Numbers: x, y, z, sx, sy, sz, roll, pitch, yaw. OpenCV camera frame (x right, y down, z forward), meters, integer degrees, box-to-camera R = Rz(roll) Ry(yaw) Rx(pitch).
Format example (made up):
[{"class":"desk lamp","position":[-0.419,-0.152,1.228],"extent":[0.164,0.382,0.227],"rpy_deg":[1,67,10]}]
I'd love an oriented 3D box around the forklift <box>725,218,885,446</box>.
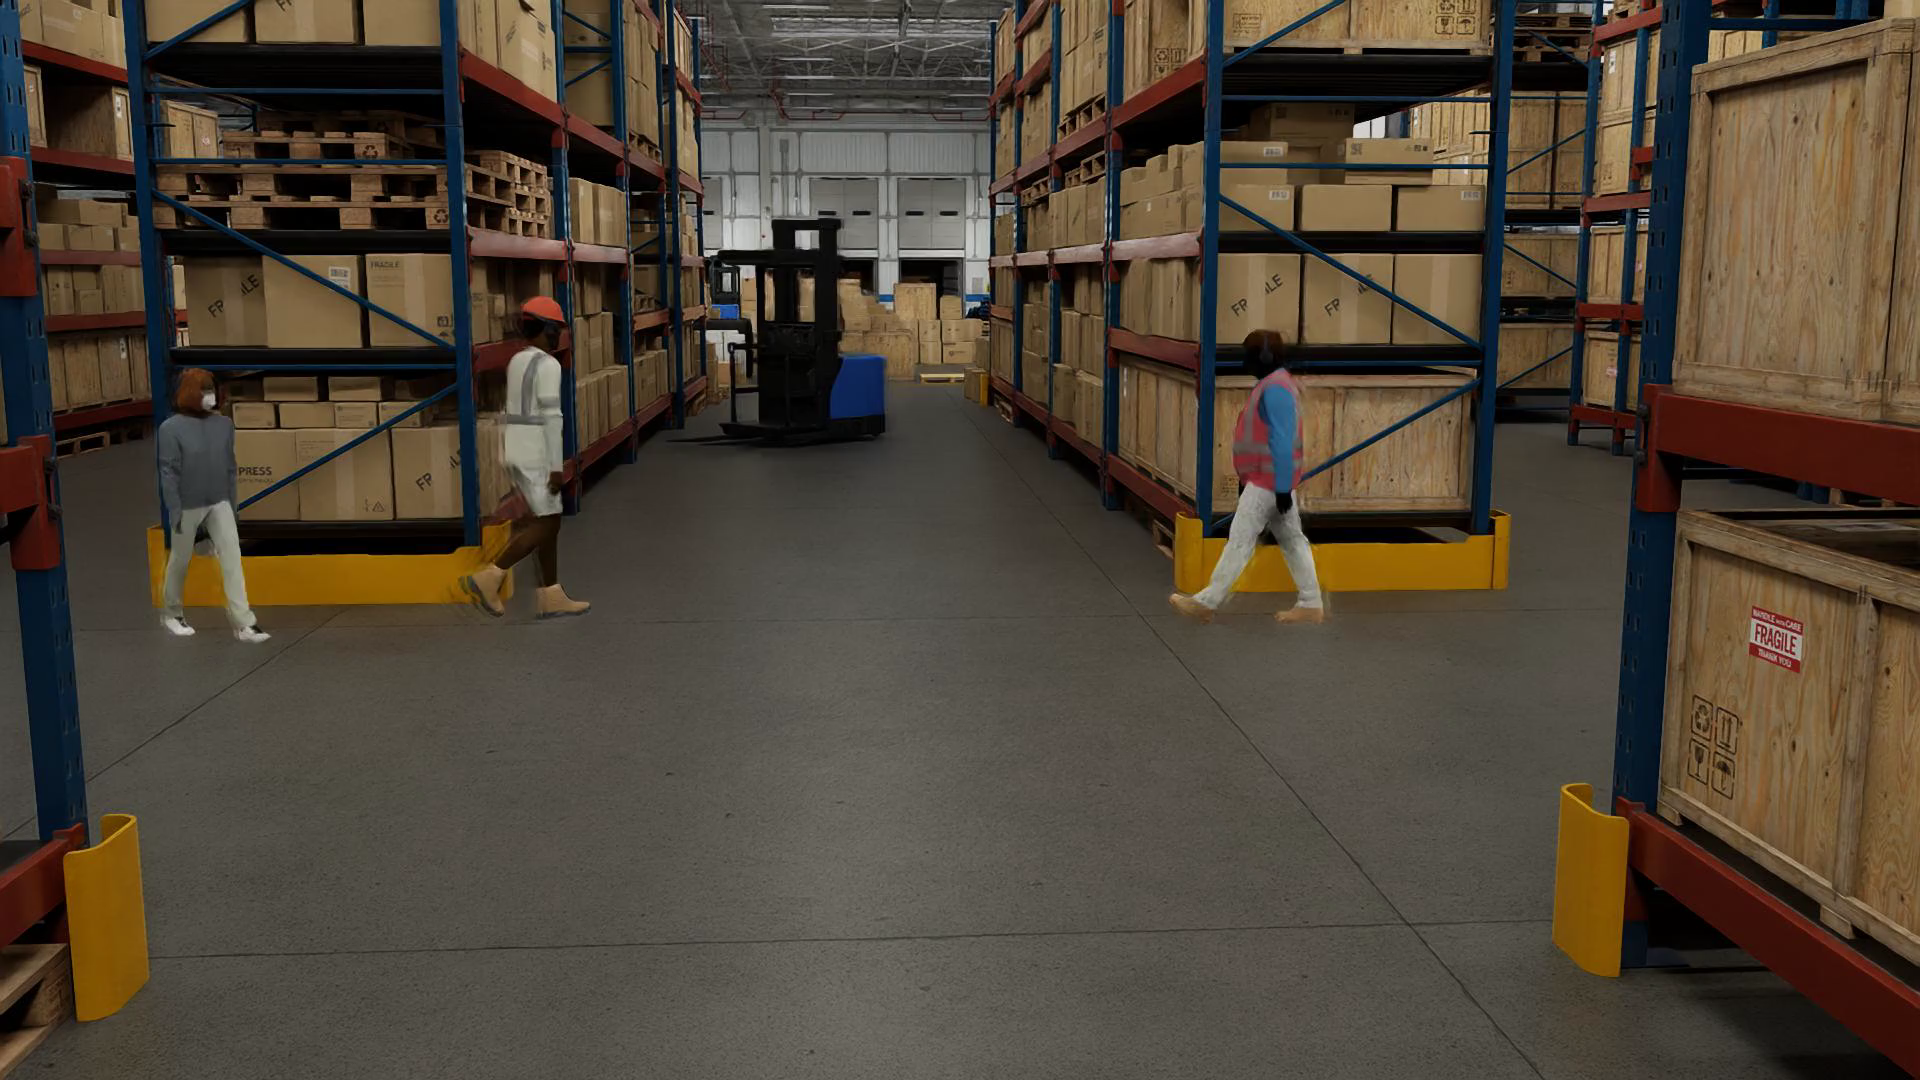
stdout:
[{"class":"forklift","position":[-1.934,-2.674,21.120],"extent":[1.129,2.768,1.873],"rpy_deg":[8,12,40]}]

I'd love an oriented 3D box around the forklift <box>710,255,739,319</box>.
[{"class":"forklift","position":[-8.368,-8.713,59.038],"extent":[1.129,2.768,1.873],"rpy_deg":[-1,9,-4]}]

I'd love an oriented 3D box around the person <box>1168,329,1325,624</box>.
[{"class":"person","position":[1.786,-0.366,10.044],"extent":[0.980,1.787,0.656],"rpy_deg":[2,9,10]}]

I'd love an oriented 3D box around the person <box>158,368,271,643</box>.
[{"class":"person","position":[-4.375,-0.197,9.623],"extent":[0.851,1.586,0.513],"rpy_deg":[6,11,32]}]

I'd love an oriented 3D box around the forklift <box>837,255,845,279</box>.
[{"class":"forklift","position":[-4.557,-8.707,59.001],"extent":[1.129,2.768,1.873],"rpy_deg":[-5,10,-30]}]

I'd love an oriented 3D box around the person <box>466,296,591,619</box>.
[{"class":"person","position":[-2.675,-0.494,10.192],"extent":[0.741,1.989,0.705],"rpy_deg":[-7,11,-37]}]

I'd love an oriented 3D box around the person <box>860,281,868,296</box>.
[{"class":"person","position":[-3.366,-7.662,55.493],"extent":[0.906,1.902,0.666],"rpy_deg":[4,10,24]}]

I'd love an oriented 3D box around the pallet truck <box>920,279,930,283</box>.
[{"class":"pallet truck","position":[-0.932,-8.922,63.114],"extent":[1.885,1.965,0.823],"rpy_deg":[2,9,13]}]
